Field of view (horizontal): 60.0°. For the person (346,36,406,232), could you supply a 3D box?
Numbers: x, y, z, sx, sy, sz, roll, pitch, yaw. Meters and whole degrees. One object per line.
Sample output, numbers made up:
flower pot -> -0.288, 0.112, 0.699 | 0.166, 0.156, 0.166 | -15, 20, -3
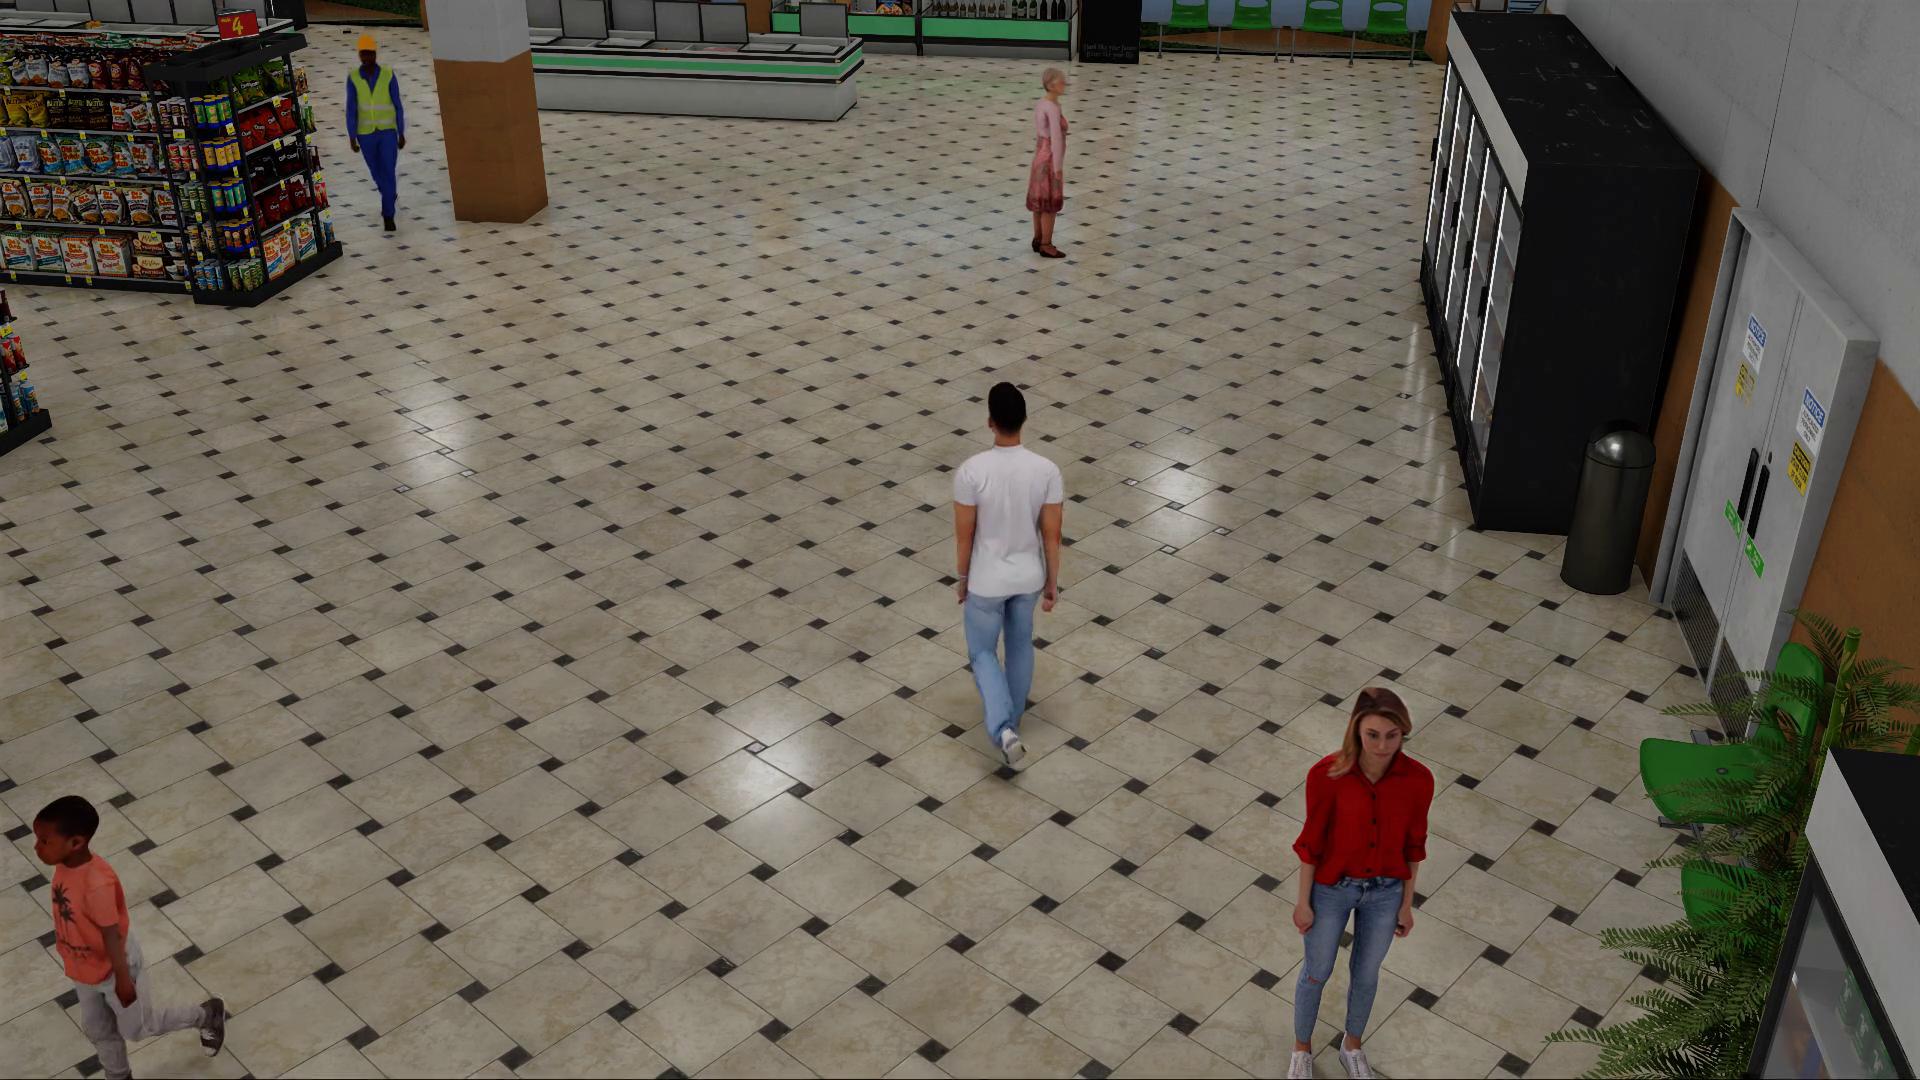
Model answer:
person -> -5.603, -3.934, 16.027 | 1.251, 1.780, 1.063 | -5, 27, -10

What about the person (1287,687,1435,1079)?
person -> 1.397, 1.248, 5.892 | 0.511, 1.705, 0.714 | -1, 27, -1

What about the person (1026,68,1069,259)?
person -> 0.804, -3.426, 15.124 | 0.705, 1.690, 0.680 | -7, 28, -14

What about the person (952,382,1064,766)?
person -> 0.231, 0.209, 7.798 | 1.072, 1.834, 1.015 | -6, 27, -11

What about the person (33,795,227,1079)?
person -> -2.981, 1.462, 5.921 | 0.820, 1.296, 0.771 | 20, 33, 34
